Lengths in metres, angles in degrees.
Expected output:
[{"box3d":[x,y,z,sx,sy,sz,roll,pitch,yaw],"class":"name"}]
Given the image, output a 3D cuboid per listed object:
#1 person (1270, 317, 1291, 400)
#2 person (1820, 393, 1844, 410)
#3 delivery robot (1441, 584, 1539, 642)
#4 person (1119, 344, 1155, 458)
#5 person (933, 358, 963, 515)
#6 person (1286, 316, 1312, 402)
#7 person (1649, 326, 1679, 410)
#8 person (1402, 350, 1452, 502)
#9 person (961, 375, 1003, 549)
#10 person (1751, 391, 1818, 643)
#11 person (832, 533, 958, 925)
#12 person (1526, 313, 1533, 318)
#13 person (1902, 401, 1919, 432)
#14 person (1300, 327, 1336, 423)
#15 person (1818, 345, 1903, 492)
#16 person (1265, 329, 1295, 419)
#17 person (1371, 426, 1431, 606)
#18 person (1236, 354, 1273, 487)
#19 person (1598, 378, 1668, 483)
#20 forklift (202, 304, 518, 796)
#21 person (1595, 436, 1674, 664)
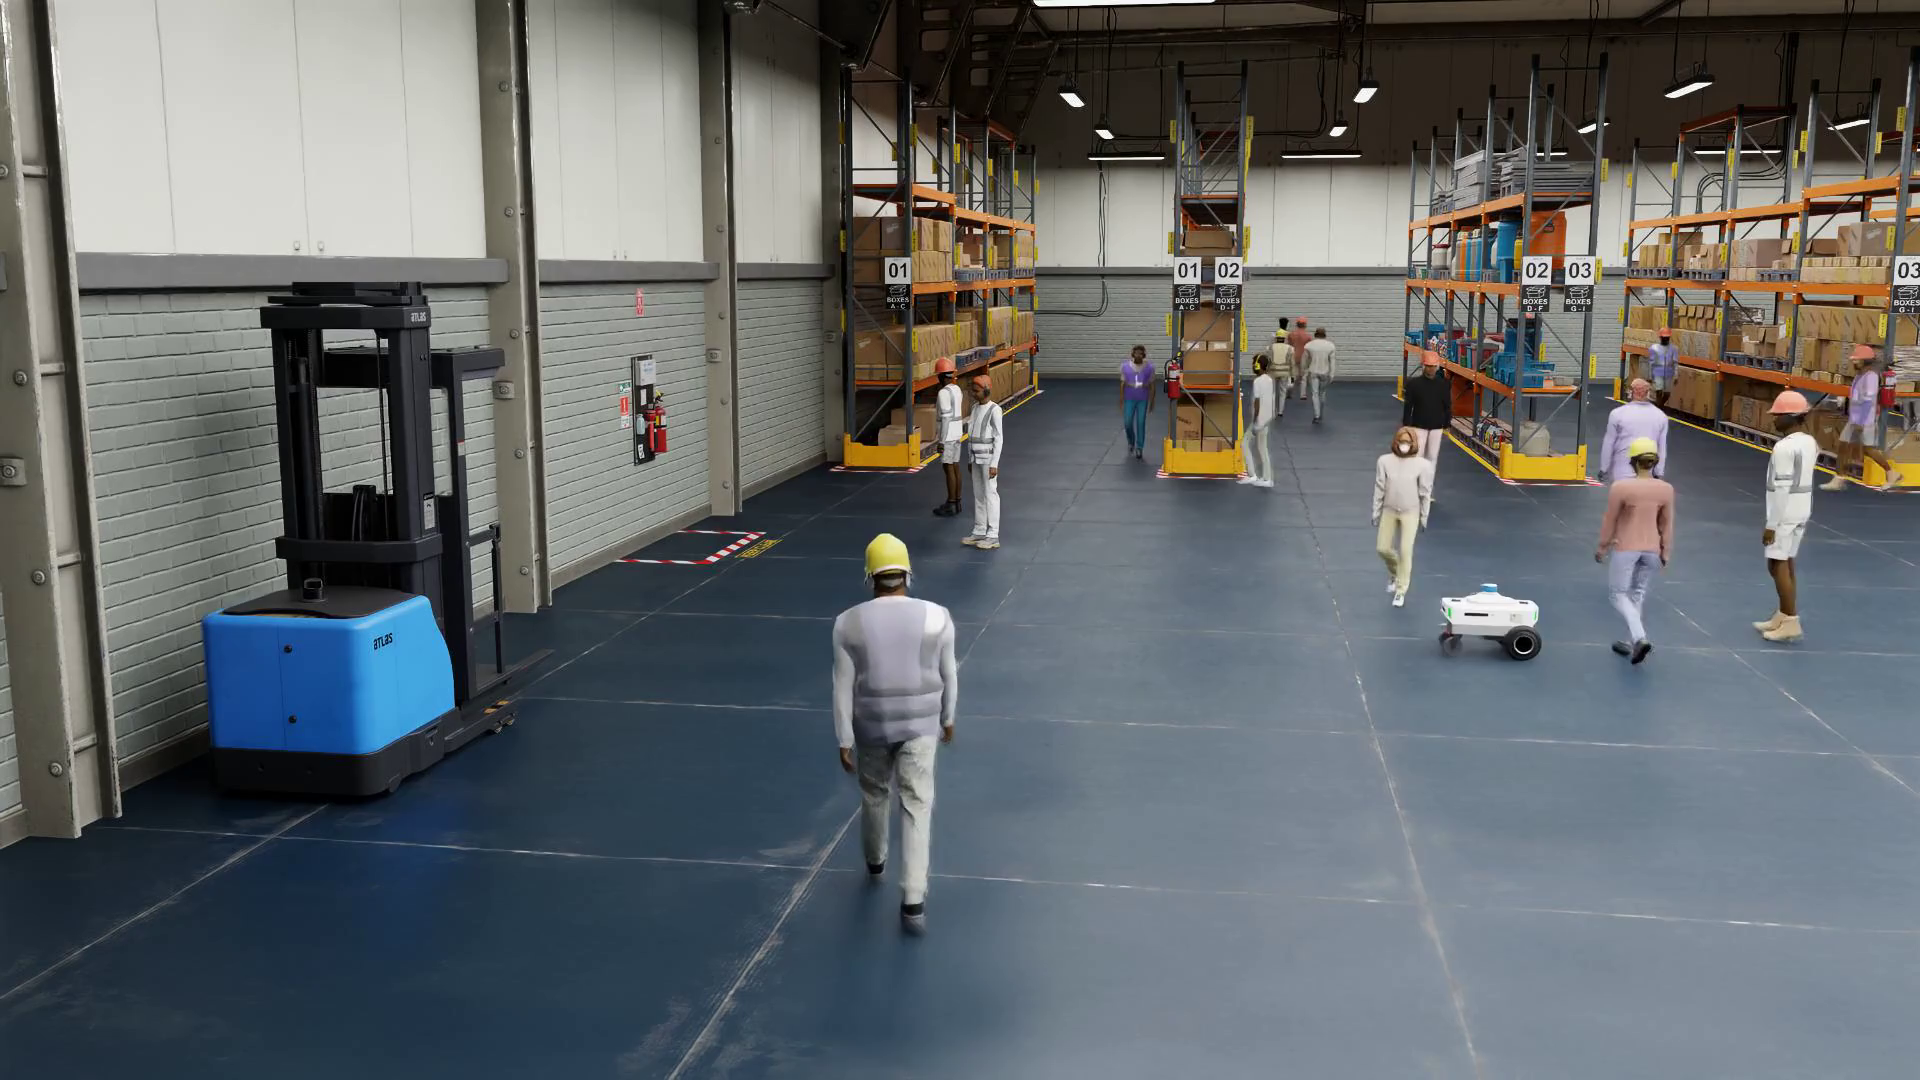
[{"box3d":[7.459,-4.187,38.471,0.624,1.944,0.609,-1,9,-7],"class":"person"},{"box3d":[19.100,-3.747,36.270,0.631,1.793,0.961,2,10,15],"class":"person"},{"box3d":[4.176,0.589,13.132,0.707,0.478,0.477,1,10,8],"class":"delivery robot"},{"box3d":[2.860,-2.247,26.861,0.592,1.828,0.447,2,9,10],"class":"person"},{"box3d":[-0.163,-1.282,20.597,0.376,1.934,0.547,3,10,20],"class":"person"},{"box3d":[7.782,-4.155,38.208,0.631,1.970,0.654,6,11,31],"class":"person"},{"box3d":[13.978,-3.299,33.102,0.552,1.914,0.763,2,9,9],"class":"person"},{"box3d":[6.125,-1.494,21.782,0.614,1.980,0.455,-1,9,-4],"class":"person"},{"box3d":[0.253,-0.861,18.151,0.356,1.887,0.573,-5,11,-29],"class":"person"},{"box3d":[6.743,-0.187,13.581,0.629,2.041,0.546,-8,13,-42],"class":"person"},{"box3d":[-0.303,0.855,7.885,0.595,1.785,0.934,-1,9,-3],"class":"person"},{"box3d":[13.704,-4.485,40.201,0.616,1.987,0.406,-6,11,-32],"class":"person"},{"box3d":[16.324,-2.508,28.446,0.430,1.845,0.619,-2,9,-10],"class":"person"},{"box3d":[7.123,-3.289,33.147,0.652,1.881,1.038,0,9,-1],"class":"person"},{"box3d":[12.344,-1.650,22.661,0.968,2.016,0.610,1,9,4],"class":"person"},{"box3d":[6.540,-3.401,34.023,0.629,1.811,0.607,2,9,9],"class":"person"},{"box3d":[3.999,-0.232,15.049,0.524,1.619,0.464,5,11,29],"class":"person"},{"box3d":[4.120,-1.669,23.265,0.628,1.843,0.557,7,11,36],"class":"person"},{"box3d":[7.177,-0.778,17.676,0.638,1.876,0.907,-1,9,-6],"class":"person"},{"box3d":[-3.673,-0.038,10.147,1.129,2.768,1.873,1,9,9],"class":"forklift"},{"box3d":[5.210,0.075,12.802,0.536,1.742,0.702,-1,9,-8],"class":"person"}]
